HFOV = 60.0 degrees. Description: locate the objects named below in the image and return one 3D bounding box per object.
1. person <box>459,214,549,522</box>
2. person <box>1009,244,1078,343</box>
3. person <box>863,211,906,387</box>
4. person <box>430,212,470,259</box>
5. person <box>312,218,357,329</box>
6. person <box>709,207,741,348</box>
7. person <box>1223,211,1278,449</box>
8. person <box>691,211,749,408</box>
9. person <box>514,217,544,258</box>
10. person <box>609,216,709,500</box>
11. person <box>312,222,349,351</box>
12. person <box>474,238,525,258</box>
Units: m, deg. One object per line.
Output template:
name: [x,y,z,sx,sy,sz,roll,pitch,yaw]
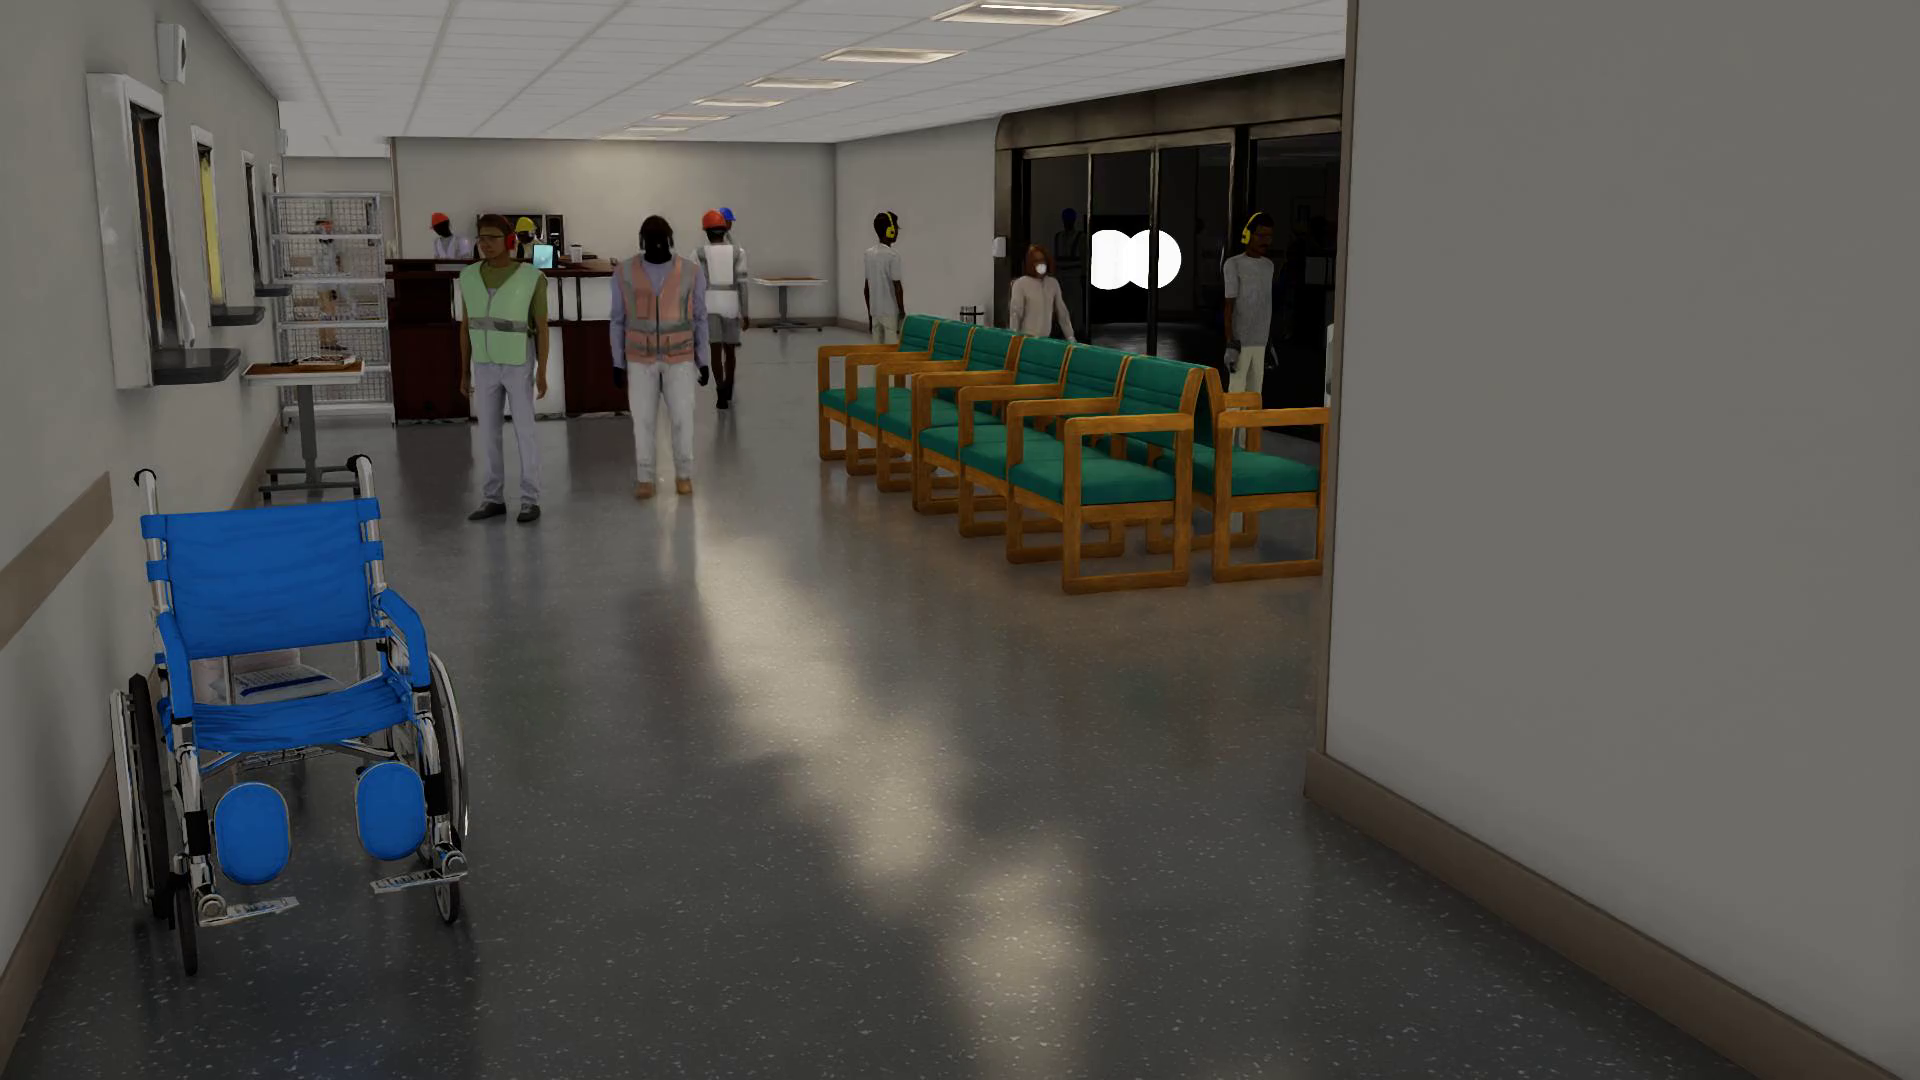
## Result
person: [-2.745,-1.034,10.054,0.569,1.843,0.373,2,11,12]
person: [0.707,-1.593,13.525,0.738,1.596,0.566,10,15,41]
person: [-0.649,-1.997,14.927,0.328,1.872,0.513,-10,15,-42]
person: [-7.011,-3.621,23.244,0.749,1.884,0.412,2,11,12]
person: [-10.297,-4.343,27.184,0.542,1.794,0.860,5,12,25]
person: [-3.295,-3.664,23.281,0.389,1.946,0.614,2,11,11]
person: [2.043,-1.353,11.659,0.518,1.861,0.328,-10,15,-42]
person: [-2.352,-2.251,16.214,0.547,1.874,1.020,-3,11,-14]
person: [-5.668,-3.341,21.968,0.403,1.816,0.607,-10,15,-43]
person: [-1.961,-1.182,10.867,0.644,1.835,0.439,-1,11,-7]
person: [-8.676,-3.458,22.790,0.411,1.757,0.575,-8,13,-35]
person: [-5.708,-3.095,20.646,0.628,1.842,0.429,-2,11,-12]
